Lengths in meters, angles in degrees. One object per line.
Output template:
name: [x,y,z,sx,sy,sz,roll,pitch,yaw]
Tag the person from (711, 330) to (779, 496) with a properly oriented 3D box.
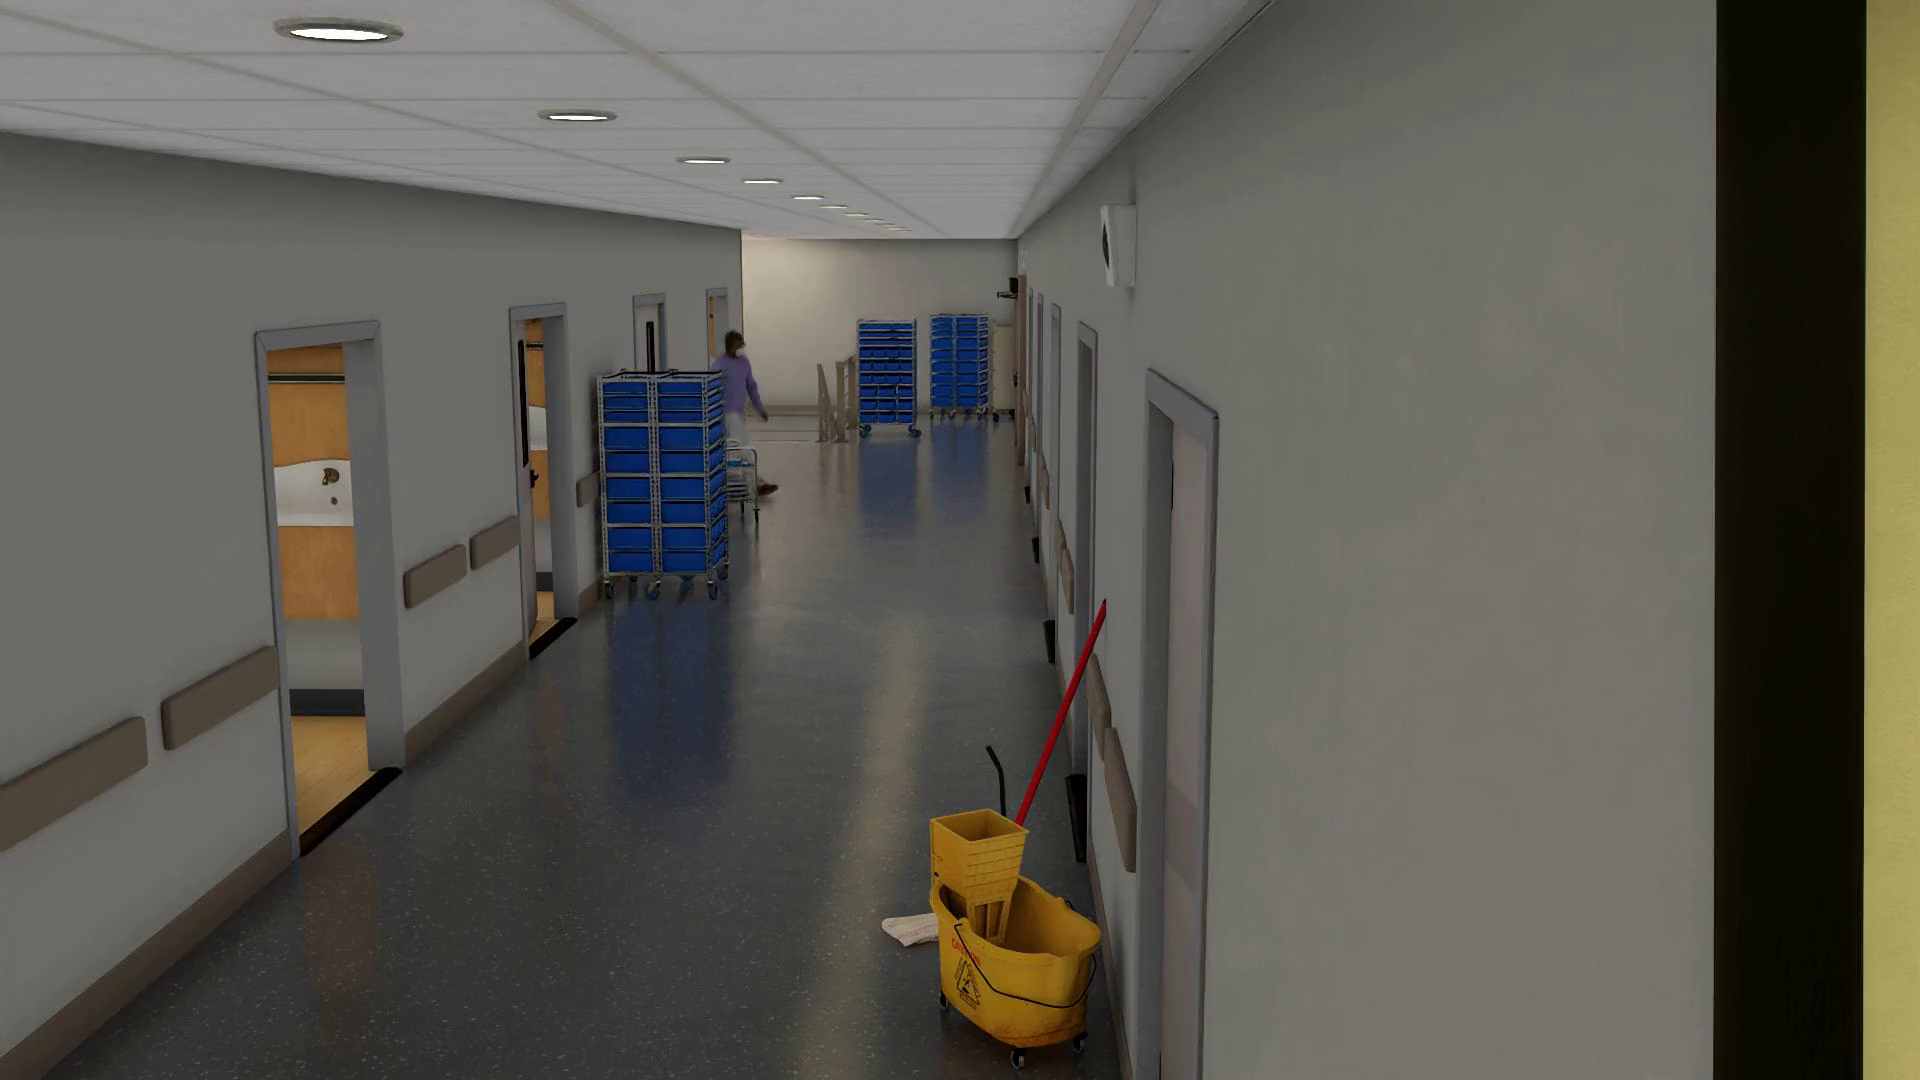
person: [-2.559,-1.426,18.751,1.074,1.872,0.640,3,10,19]
